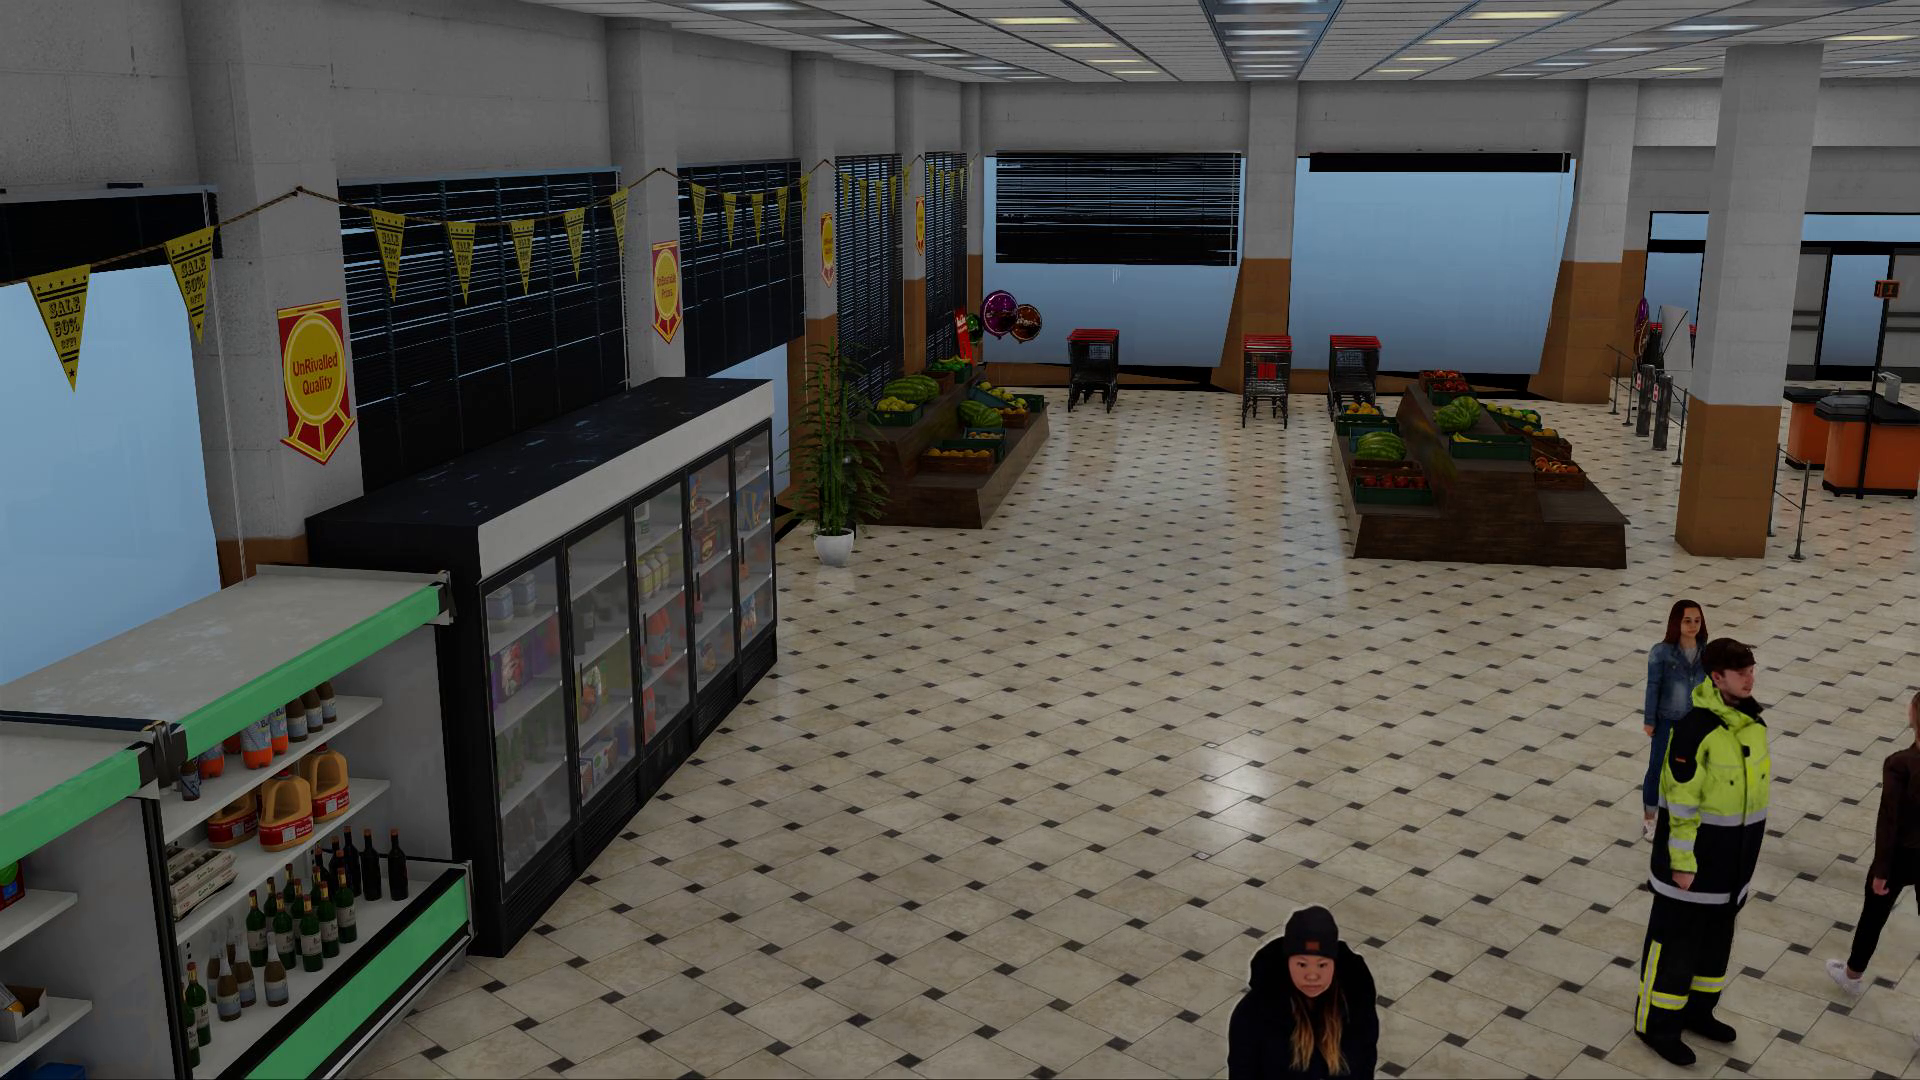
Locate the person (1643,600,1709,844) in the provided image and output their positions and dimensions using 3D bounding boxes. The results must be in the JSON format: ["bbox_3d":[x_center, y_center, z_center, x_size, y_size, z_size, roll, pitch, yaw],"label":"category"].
[{"bbox_3d":[4.303,1.076,9.980,0.621,1.477,0.592,-2,14,-6],"label":"person"}]

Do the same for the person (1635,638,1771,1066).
[{"bbox_3d":[3.416,1.391,7.611,0.859,1.982,0.913,-9,16,-33],"label":"person"}]

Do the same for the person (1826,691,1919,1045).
[{"bbox_3d":[4.446,1.548,7.647,0.808,1.659,1.177,-1,14,-3],"label":"person"}]

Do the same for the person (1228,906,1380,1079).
[{"bbox_3d":[1.158,2.022,5.659,0.728,1.675,0.714,-1,14,-3],"label":"person"}]
